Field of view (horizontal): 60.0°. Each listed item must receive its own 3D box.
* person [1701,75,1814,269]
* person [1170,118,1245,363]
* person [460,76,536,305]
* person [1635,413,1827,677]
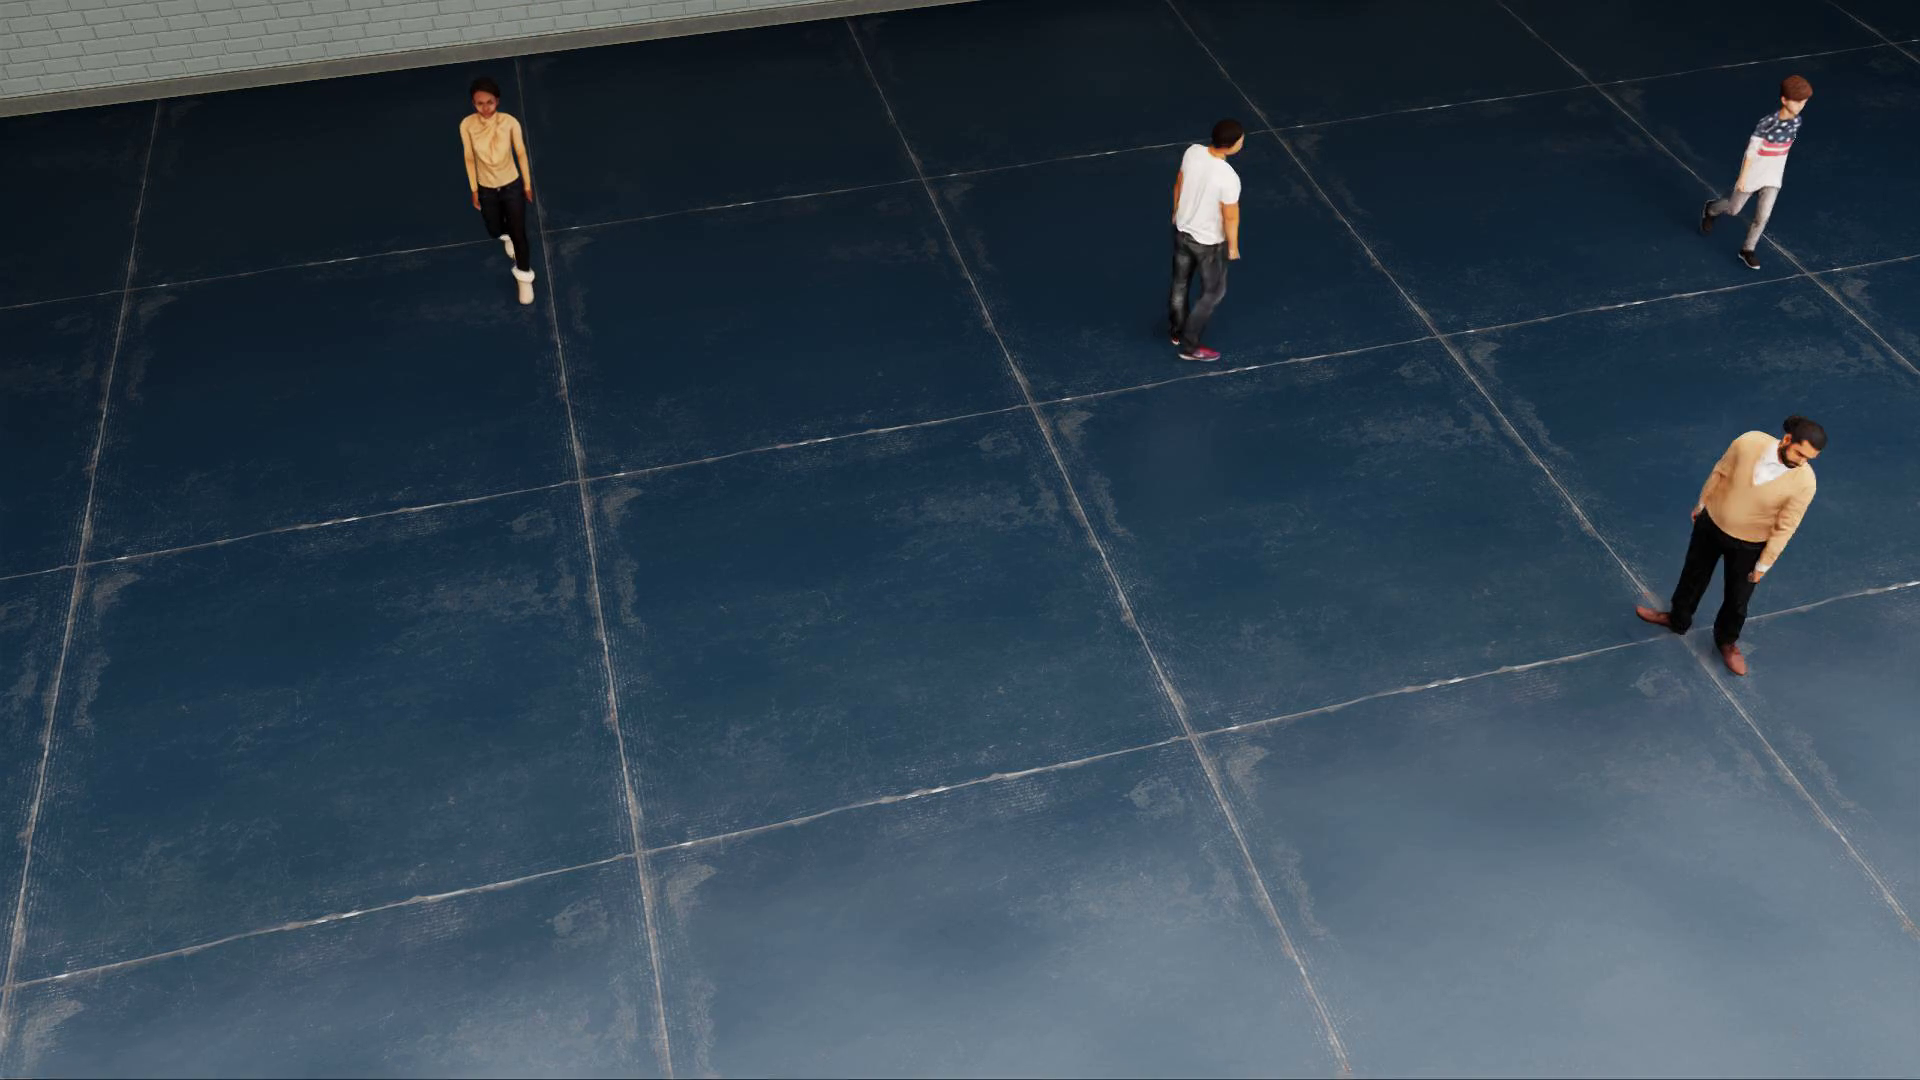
[{"bbox_3d":[5.766,-2.706,12.042,0.572,1.423,0.879,-7,43,-7],"label":"person"},{"bbox_3d":[1.565,-2.047,11.076,0.736,1.777,0.876,23,48,22],"label":"person"},{"bbox_3d":[-3.229,-2.510,11.671,0.664,1.642,0.969,-5,43,-6],"label":"person"},{"bbox_3d":[4.165,-0.073,9.003,0.966,1.722,0.661,-13,45,-13],"label":"person"}]
